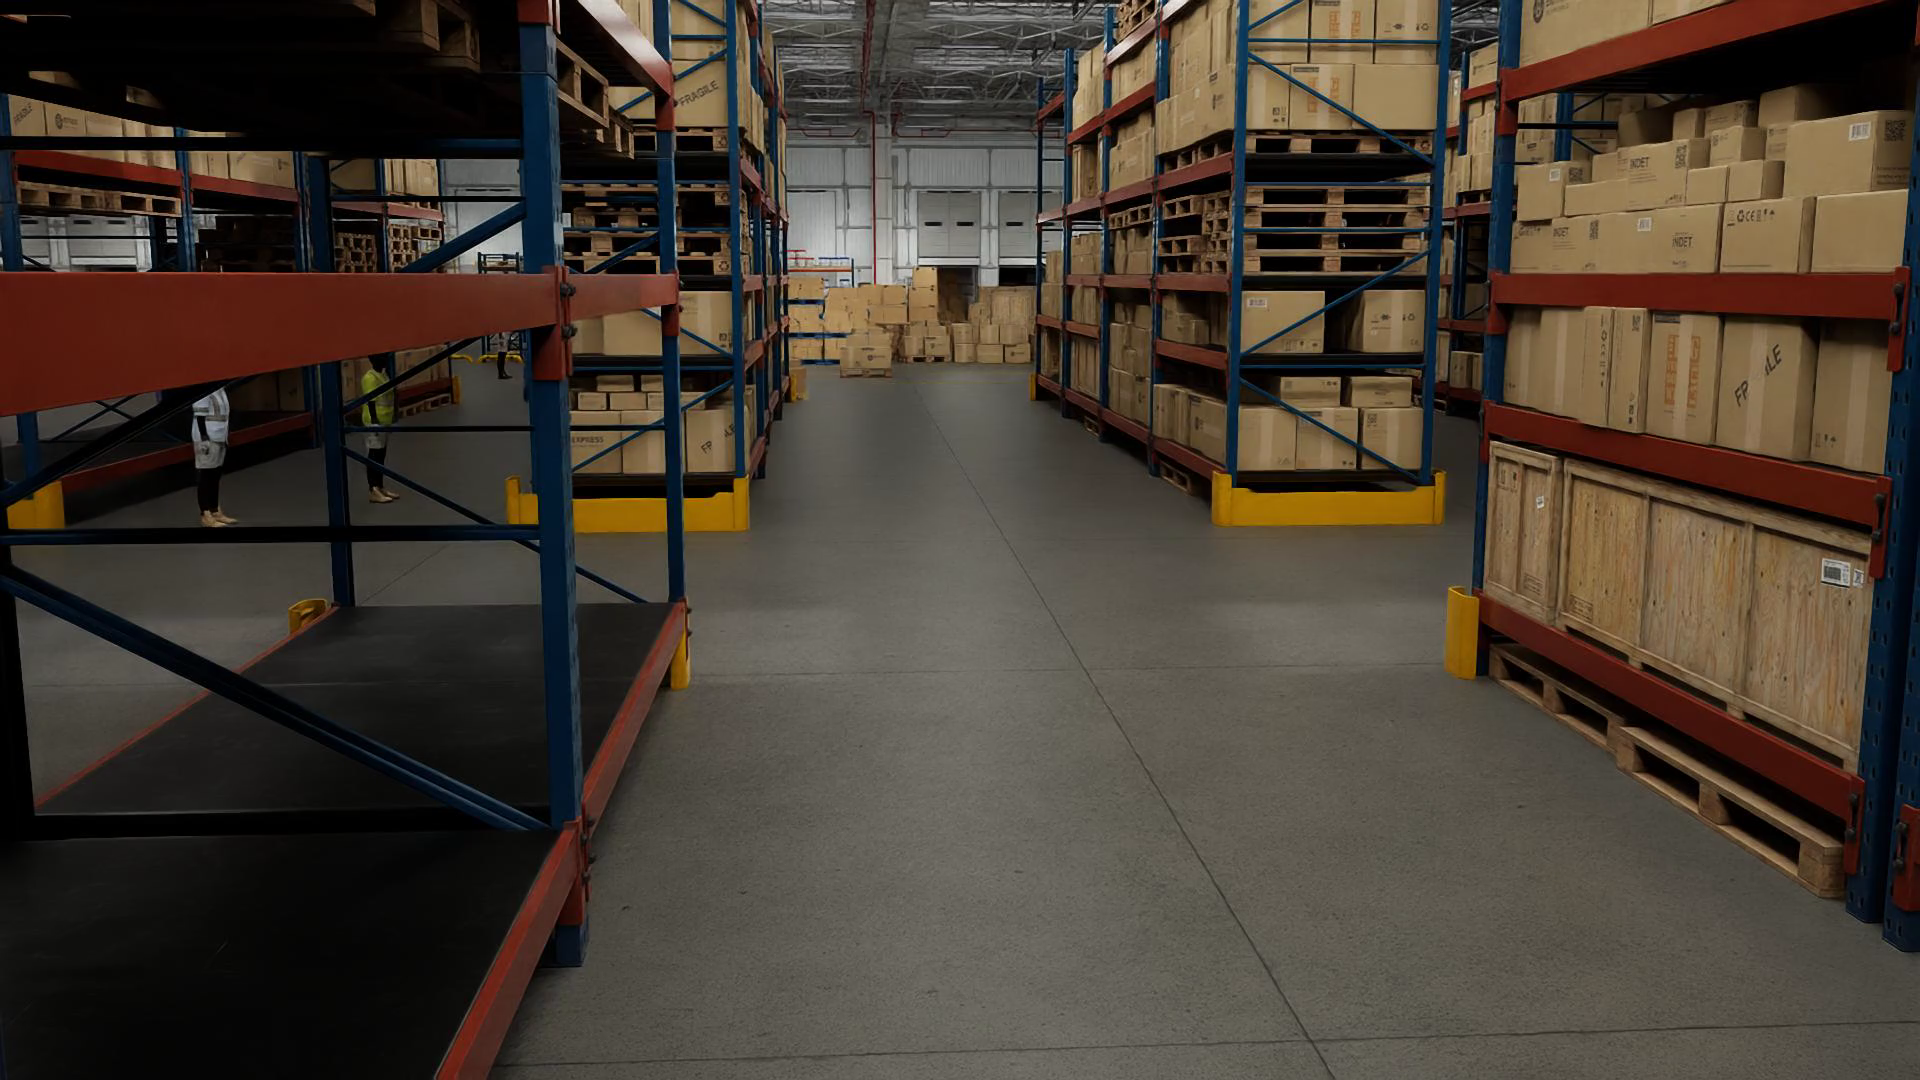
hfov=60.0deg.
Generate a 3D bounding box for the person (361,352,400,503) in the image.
[{"bbox_3d":[-6.153,-1.239,17.619,0.321,1.695,0.529,0,9,-3],"label":"person"}]

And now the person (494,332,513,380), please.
[{"bbox_3d":[-10.495,-4.650,38.210,0.375,1.959,0.600,0,9,-3],"label":"person"}]

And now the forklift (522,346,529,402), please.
[{"bbox_3d":[-7.705,-4.085,31.783,1.129,2.768,1.873,-1,9,-4],"label":"forklift"}]

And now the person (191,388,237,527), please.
[{"bbox_3d":[-7.117,-0.953,15.825,0.321,1.695,0.529,0,9,-3],"label":"person"}]

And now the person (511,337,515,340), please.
[{"bbox_3d":[-16.815,-8.409,62.129,0.328,1.862,0.517,0,9,-3],"label":"person"}]

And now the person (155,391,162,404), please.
[{"bbox_3d":[-13.911,-3.168,29.048,0.391,1.914,0.587,0,9,-3],"label":"person"}]
